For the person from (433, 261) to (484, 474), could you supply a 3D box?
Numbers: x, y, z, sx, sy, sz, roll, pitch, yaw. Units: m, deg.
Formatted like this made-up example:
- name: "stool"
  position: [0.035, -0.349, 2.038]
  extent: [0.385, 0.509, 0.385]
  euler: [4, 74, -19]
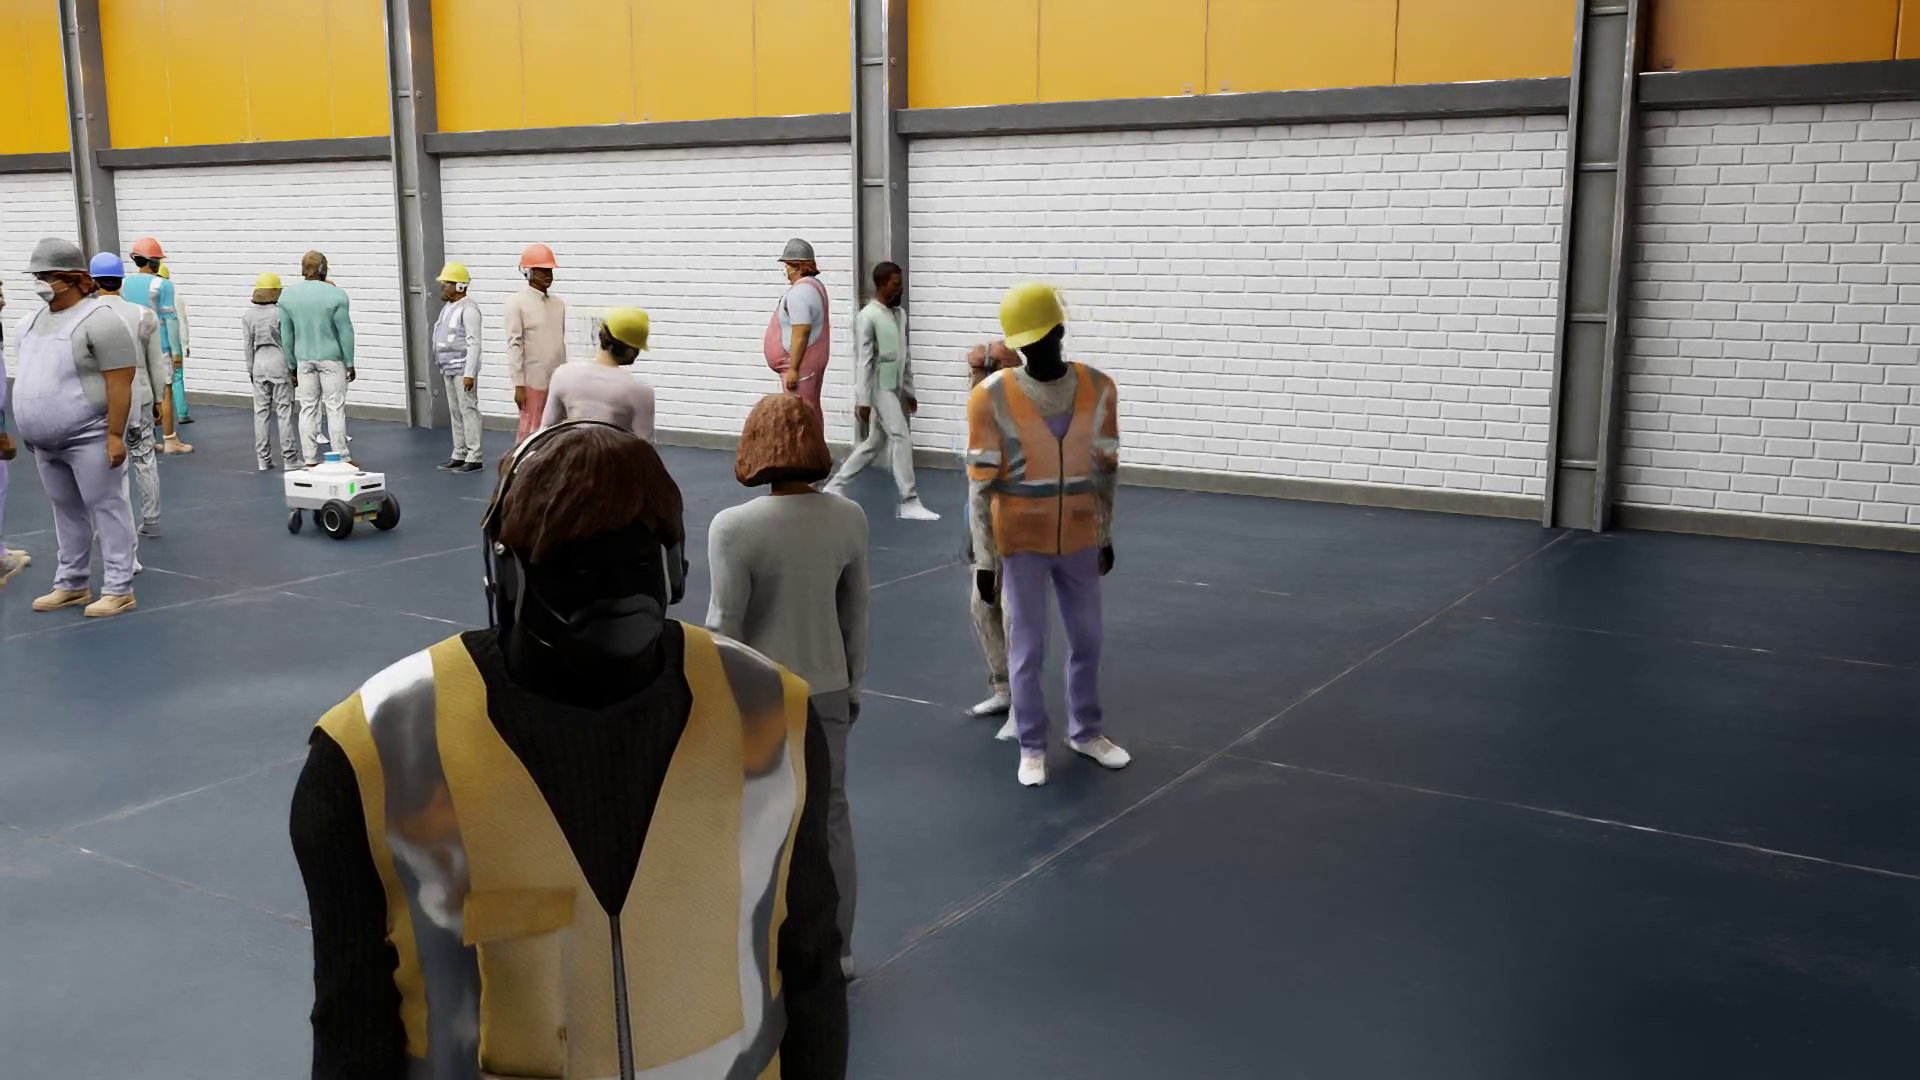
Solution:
- name: "person"
  position: [-4.366, -1.493, 14.468]
  extent: [0.404, 1.837, 0.590]
  euler: [-8, 13, -38]

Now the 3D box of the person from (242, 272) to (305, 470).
- name: "person"
  position: [-6.049, -1.483, 14.677]
  extent: [0.492, 1.742, 0.295]
  euler: [2, 10, 9]

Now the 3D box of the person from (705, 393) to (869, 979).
- name: "person"
  position: [-0.459, 0.423, 4.444]
  extent: [0.493, 1.625, 0.282]
  euler: [-9, 14, -41]

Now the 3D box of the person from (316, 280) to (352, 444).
- name: "person"
  position: [-6.341, -1.786, 16.640]
  extent: [0.310, 1.640, 0.514]
  euler: [5, 11, 25]

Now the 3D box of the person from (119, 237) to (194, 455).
- name: "person"
  position: [-7.603, -1.816, 15.683]
  extent: [0.609, 2.044, 0.394]
  euler: [3, 11, 15]

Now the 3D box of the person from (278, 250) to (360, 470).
- name: "person"
  position: [-5.542, -1.530, 14.411]
  extent: [0.630, 1.934, 0.372]
  euler: [0, 10, 2]

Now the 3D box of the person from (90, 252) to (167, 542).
- name: "person"
  position: [-5.649, -0.945, 11.152]
  extent: [0.607, 1.942, 0.413]
  euler: [-9, 13, -40]

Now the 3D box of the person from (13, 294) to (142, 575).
- name: "person"
  position: [-5.223, -0.702, 9.896]
  extent: [0.652, 1.906, 0.403]
  euler: [-6, 12, -30]

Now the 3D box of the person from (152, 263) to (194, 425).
- name: "person"
  position: [-8.750, -2.147, 18.290]
  extent: [0.529, 1.767, 0.329]
  euler: [-2, 10, -9]

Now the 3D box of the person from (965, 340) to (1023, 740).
- name: "person"
  position: [0.208, 0.003, 6.811]
  extent: [0.335, 1.624, 0.556]
  euler: [-4, 11, -20]

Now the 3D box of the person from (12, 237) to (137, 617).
- name: "person"
  position: [-4.793, -0.601, 8.961]
  extent: [0.675, 2.000, 0.537]
  euler: [5, 11, 25]

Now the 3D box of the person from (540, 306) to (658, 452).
- name: "person"
  position: [-1.752, -0.242, 7.874]
  extent: [0.663, 1.717, 0.327]
  euler: [1, 10, 6]

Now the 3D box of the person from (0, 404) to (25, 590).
- name: "person"
  position: [-5.578, -0.591, 9.162]
  extent: [0.636, 1.935, 0.981]
  euler: [3, 11, 14]

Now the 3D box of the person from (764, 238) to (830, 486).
- name: "person"
  position: [-1.353, -1.467, 13.760]
  extent: [0.537, 2.000, 0.683]
  euler: [1, 10, 8]

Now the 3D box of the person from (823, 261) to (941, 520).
- name: "person"
  position: [-0.595, -1.098, 12.167]
  extent: [0.944, 1.881, 0.606]
  euler: [4, 11, 21]

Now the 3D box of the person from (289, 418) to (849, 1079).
- name: "person"
  position: [-0.417, 0.771, 1.949]
  extent: [0.619, 1.836, 0.430]
  euler: [-4, 11, -23]

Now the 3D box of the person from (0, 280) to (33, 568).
- name: "person"
  position: [-5.974, -0.720, 10.208]
  extent: [0.347, 1.834, 0.518]
  euler: [-7, 12, -34]

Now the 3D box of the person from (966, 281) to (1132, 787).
- name: "person"
  position: [0.317, -0.002, 6.089]
  extent: [0.622, 1.877, 0.496]
  euler: [-3, 11, -18]

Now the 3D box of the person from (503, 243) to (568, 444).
- name: "person"
  position: [-3.071, -1.163, 12.203]
  extent: [0.375, 1.995, 0.611]
  euler: [5, 11, 24]

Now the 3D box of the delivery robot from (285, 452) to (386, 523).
- name: "delivery robot"
  position: [-4.328, -0.366, 11.516]
  extent: [0.707, 0.478, 0.477]
  euler: [5, 12, 28]
